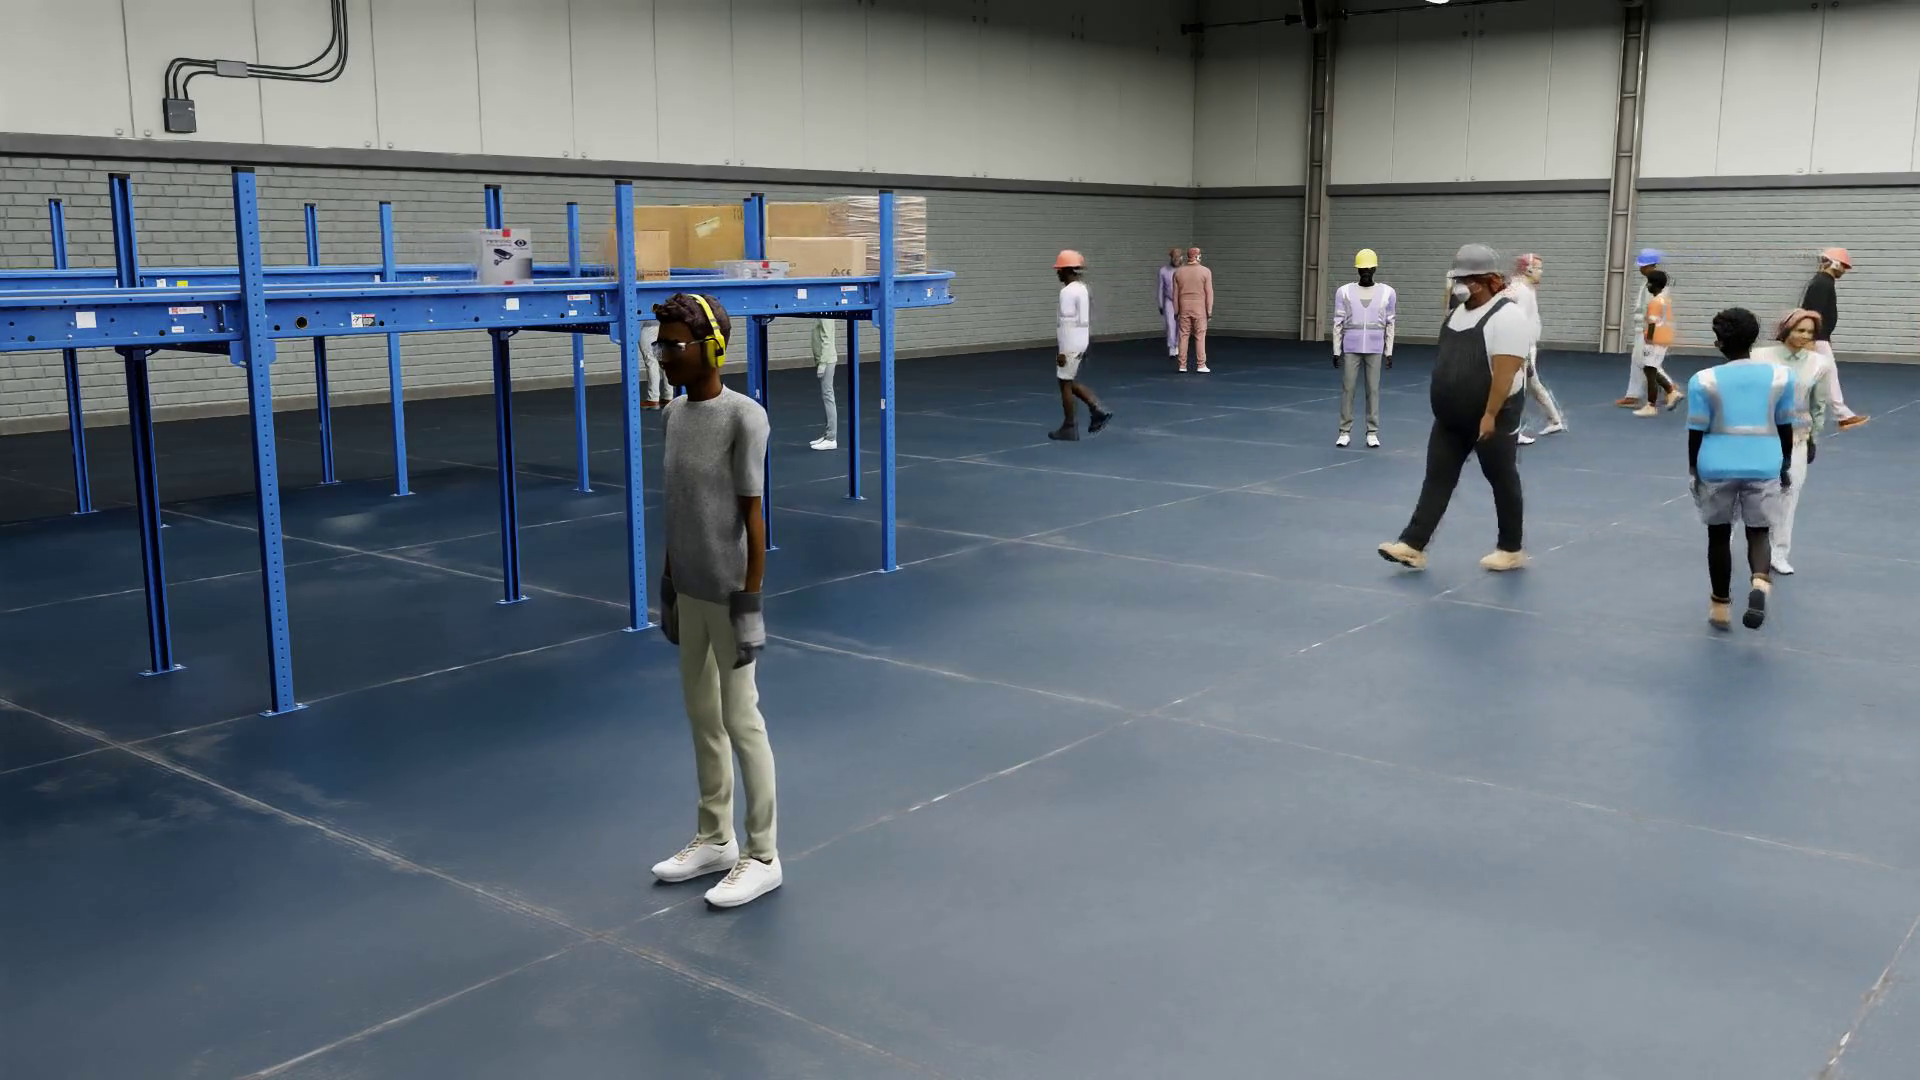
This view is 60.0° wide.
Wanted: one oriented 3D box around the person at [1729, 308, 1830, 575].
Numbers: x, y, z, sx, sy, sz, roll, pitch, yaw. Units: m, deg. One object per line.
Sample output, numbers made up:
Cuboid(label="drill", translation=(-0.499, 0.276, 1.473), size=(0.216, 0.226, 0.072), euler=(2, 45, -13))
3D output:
Cuboid(label="person", translation=(5.022, -0.633, 10.298), size=(0.536, 1.613, 0.584), euler=(1, 10, 8))

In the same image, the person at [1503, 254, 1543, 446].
Cuboid(label="person", translation=(5.484, -1.849, 16.323), size=(0.554, 1.884, 0.664), euler=(3, 11, 18))

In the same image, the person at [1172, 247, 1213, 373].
Cuboid(label="person", translation=(3.566, -3.506, 25.418), size=(0.639, 1.902, 0.407), euler=(5, 11, 25))

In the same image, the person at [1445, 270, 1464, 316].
Cuboid(label="person", translation=(8.400, -3.922, 27.930), size=(0.521, 1.832, 0.394), euler=(1, 10, 8))

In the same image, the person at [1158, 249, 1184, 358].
Cuboid(label="person", translation=(3.772, -4.125, 28.975), size=(0.649, 1.866, 0.983), euler=(0, 10, 0))

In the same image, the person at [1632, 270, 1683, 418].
Cuboid(label="person", translation=(8.021, -2.243, 19.040), size=(0.446, 1.680, 0.611), euler=(6, 12, 32))

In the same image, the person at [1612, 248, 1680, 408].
Cuboid(label="person", translation=(8.271, -2.527, 19.921), size=(0.638, 1.921, 0.657), euler=(3, 11, 15))

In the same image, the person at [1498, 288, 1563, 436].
Cuboid(label="person", translation=(5.776, -1.833, 17.116), size=(1.015, 1.549, 0.529), euler=(1, 10, 7))

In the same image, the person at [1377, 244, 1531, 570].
Cuboid(label="person", translation=(3.074, -0.791, 10.100), size=(0.994, 2.000, 0.692), euler=(-5, 11, -26))

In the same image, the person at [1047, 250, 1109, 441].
Cuboid(label="person", translation=(1.171, -1.967, 16.844), size=(0.531, 1.923, 0.543), euler=(4, 11, 21))

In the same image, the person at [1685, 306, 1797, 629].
Cuboid(label="person", translation=(3.991, -0.347, 8.503), size=(0.550, 1.680, 0.589), euler=(3, 11, 15))

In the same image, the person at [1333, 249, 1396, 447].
Cuboid(label="person", translation=(3.961, -1.881, 16.332), size=(0.594, 1.926, 0.367), euler=(2, 10, 11))

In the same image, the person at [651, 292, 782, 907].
Cuboid(label="person", translation=(-0.763, 0.179, 5.116), size=(0.312, 1.865, 0.515), euler=(-10, 14, -44))

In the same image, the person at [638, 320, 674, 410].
Cuboid(label="person", translation=(-3.679, -2.543, 19.976), size=(0.359, 1.936, 0.632), euler=(7, 12, 34))

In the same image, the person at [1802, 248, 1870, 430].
Cuboid(label="person", translation=(9.242, -2.134, 17.729), size=(0.984, 1.925, 0.682), euler=(3, 11, 18))

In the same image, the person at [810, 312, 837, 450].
Cuboid(label="person", translation=(-1.327, -1.705, 16.169), size=(0.288, 1.634, 0.499), euler=(-1, 10, -5))
